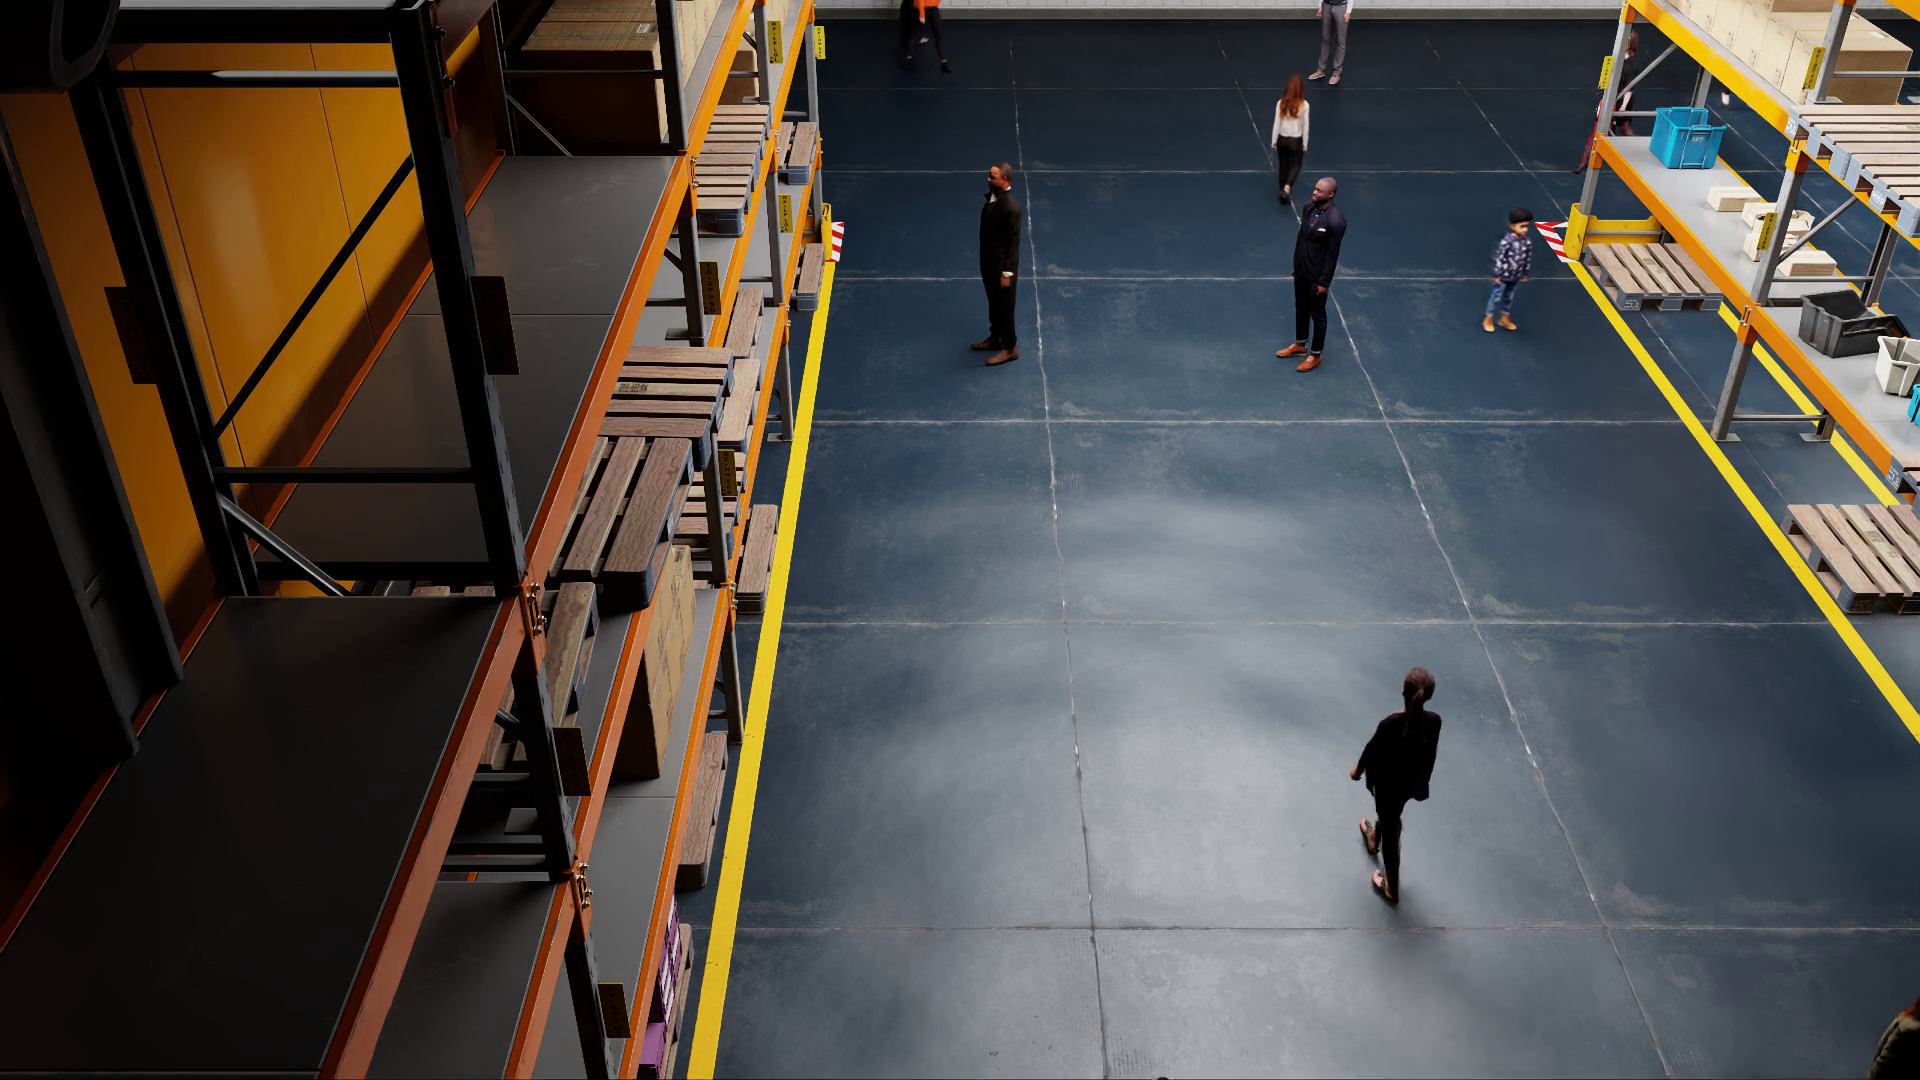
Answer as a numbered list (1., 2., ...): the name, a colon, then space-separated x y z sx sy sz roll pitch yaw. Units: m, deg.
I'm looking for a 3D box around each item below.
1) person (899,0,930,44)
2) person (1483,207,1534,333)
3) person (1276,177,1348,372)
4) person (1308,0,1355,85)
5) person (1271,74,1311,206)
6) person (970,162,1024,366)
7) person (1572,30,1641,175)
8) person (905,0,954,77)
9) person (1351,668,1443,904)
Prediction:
1. person: -0.689 -7.999 23.479 0.796 1.871 0.651 -15 36 -21
2. person: 5.248 -2.581 15.891 0.531 1.247 0.514 -6 34 -10
3. person: 3.240 -2.445 15.171 0.842 1.818 0.705 -15 36 -21
4. person: 4.988 -7.070 22.020 0.743 1.938 0.788 26 41 33
5. person: 3.650 -4.393 18.408 0.693 1.478 0.790 12 35 17
6. person: 0.372 -2.553 15.255 0.830 1.905 0.691 -13 36 -18
7. person: 7.665 -5.035 19.214 0.957 1.654 1.091 -15 36 -21
8. person: -0.508 -7.076 22.242 1.137 1.702 1.111 23 40 30
9. person: 2.559 1.443 9.578 0.692 1.533 0.932 -9 35 -13
